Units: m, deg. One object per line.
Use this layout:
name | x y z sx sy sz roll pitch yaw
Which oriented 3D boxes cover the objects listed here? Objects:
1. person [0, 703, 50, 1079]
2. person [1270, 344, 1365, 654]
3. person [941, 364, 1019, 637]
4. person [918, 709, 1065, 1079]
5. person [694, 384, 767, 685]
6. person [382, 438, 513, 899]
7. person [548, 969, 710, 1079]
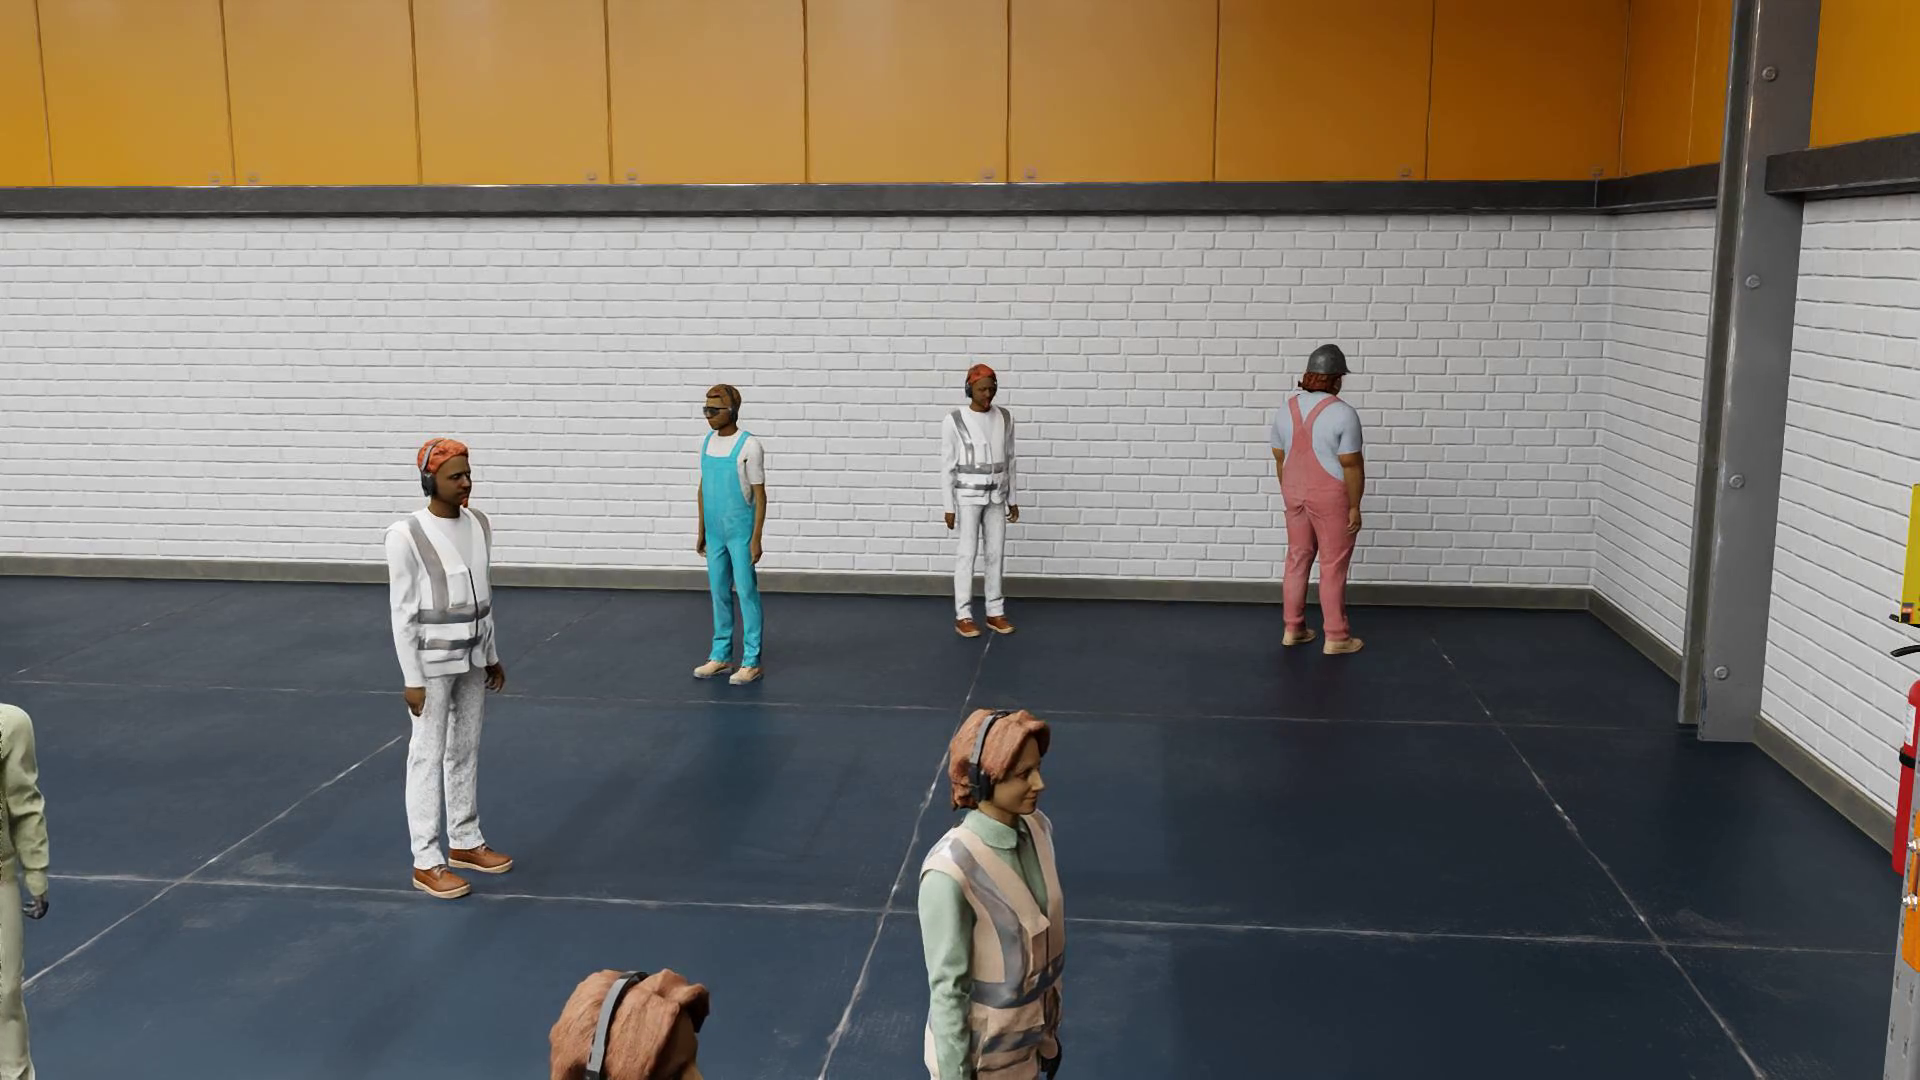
person | -2.889 1.019 4.779 0.504 1.628 0.278 -9 13 -41
person | 2.418 -0.279 11.011 0.538 2.000 0.684 -8 13 -39
person | 0.141 -0.270 11.436 0.583 1.879 0.365 -6 12 -31
person | 0.076 1.182 3.794 0.307 1.641 0.511 5 11 26
person | -1.407 -0.036 10.179 0.508 1.844 0.332 7 12 35
person | -2.115 0.516 6.910 0.360 1.883 0.574 4 11 24
person | -0.476 1.414 2.466 0.309 1.641 0.515 2 10 9
